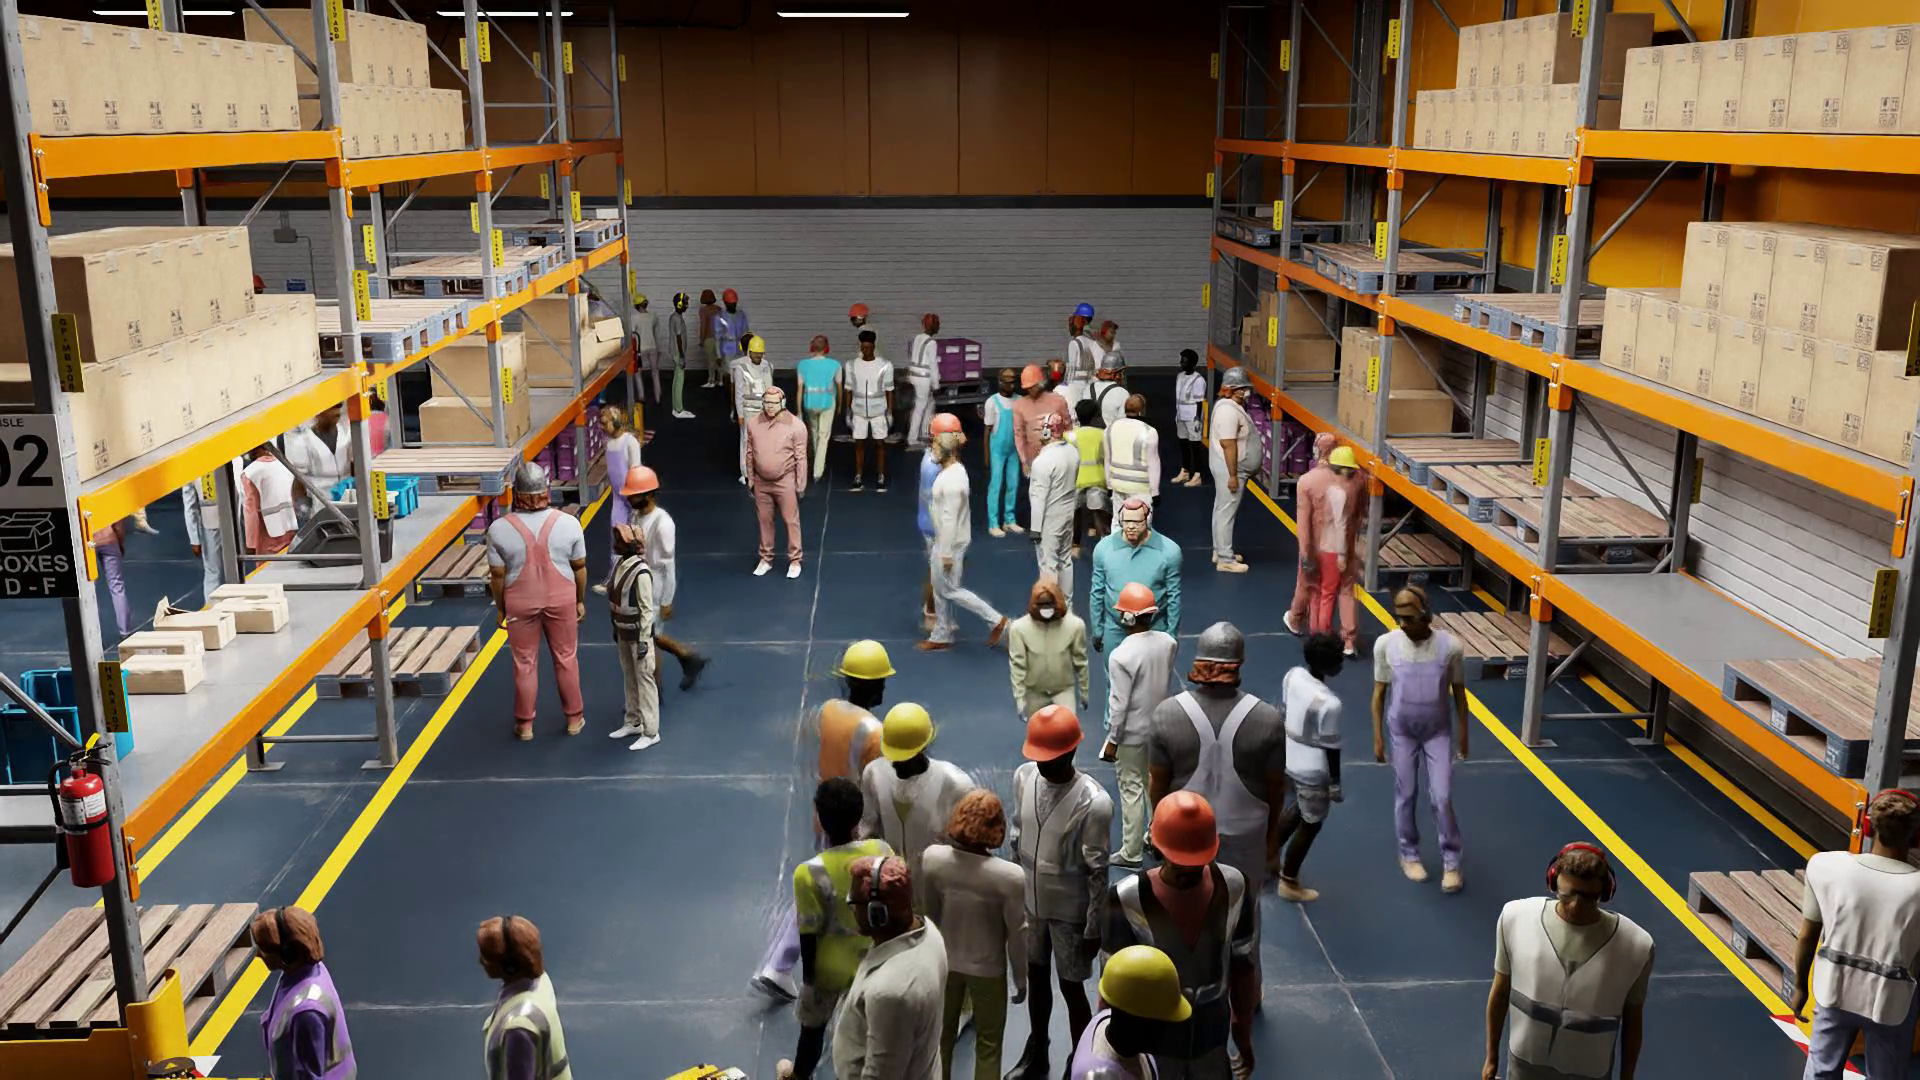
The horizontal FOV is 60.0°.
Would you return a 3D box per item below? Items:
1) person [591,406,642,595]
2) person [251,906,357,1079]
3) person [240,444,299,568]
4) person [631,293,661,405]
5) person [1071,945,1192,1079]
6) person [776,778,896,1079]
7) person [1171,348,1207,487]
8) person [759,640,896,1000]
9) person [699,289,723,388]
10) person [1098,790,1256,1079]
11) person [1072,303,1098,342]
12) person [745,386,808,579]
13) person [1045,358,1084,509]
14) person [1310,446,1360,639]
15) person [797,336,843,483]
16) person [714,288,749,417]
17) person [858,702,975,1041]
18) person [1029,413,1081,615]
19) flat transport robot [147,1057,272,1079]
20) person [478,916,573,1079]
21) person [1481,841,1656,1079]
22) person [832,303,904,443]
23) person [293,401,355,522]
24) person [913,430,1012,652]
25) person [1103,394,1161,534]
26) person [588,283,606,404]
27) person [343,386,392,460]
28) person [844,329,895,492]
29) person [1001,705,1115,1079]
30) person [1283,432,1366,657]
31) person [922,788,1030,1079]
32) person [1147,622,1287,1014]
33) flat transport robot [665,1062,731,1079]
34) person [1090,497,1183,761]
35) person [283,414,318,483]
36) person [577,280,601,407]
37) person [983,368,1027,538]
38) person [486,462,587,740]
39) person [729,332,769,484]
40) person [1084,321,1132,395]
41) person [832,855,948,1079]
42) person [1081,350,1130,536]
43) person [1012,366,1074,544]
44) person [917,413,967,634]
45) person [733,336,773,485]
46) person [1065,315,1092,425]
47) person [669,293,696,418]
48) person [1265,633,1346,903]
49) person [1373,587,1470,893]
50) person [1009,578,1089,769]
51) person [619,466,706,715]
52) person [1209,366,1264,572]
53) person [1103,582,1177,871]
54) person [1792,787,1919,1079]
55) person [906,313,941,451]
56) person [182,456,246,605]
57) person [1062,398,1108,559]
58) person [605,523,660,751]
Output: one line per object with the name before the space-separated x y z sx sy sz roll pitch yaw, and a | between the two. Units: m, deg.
person | -3.153 -0.400 15.823 0.604 1.783 0.946 10 17 34
person | -2.412 2.120 6.218 0.313 1.631 0.523 -7 16 -25
person | -5.859 -0.048 14.180 0.405 1.909 0.597 3 15 13
person | -4.920 -2.965 25.957 0.547 1.739 0.465 -14 20 -43
person | 0.527 2.185 5.402 0.399 1.912 0.591 2 14 8
person | -0.501 1.832 7.302 0.546 1.640 0.900 -10 17 -35
person | 2.794 -1.491 20.275 0.320 1.690 0.537 -7 16 -26
person | -0.590 1.428 8.434 0.968 1.881 0.591 -11 18 -36
person | -4.154 -3.352 27.686 0.285 1.634 0.499 10 17 33
person | 0.832 1.893 6.318 0.612 2.030 0.403 -3 15 -12
person | 1.717 -2.285 22.871 0.387 1.950 0.607 3 15 12
person | -1.796 -0.559 16.210 0.643 1.901 0.397 5 15 18
person | 1.133 -1.104 18.467 0.428 1.829 0.574 5 15 19
person | 3.140 0.083 13.947 0.329 1.765 0.526 -1 14 -4
person | -1.730 -1.627 20.618 0.552 1.790 0.958 3 15 12
person | -3.399 -2.824 25.043 0.600 1.927 0.422 -10 17 -34
person | -0.196 1.610 7.760 0.593 1.859 0.989 10 17 34
person | 0.801 -0.184 14.729 0.399 1.900 0.645 9 17 31
flat transport robot | -3.349 2.628 6.933 0.652 0.197 1.431 0 14 1
person | -1.580 2.140 6.141 0.317 1.630 0.513 -3 15 -11
person | 2.278 1.989 6.307 0.566 1.842 0.389 6 16 23
person | -1.246 -2.287 22.894 0.974 1.954 0.608 -2 14 -6
person | -5.934 -0.437 15.617 0.548 1.943 0.678 13 19 41
person | 0.014 0.034 13.865 0.738 1.915 0.632 0 14 -2
person | 1.677 -0.506 16.131 0.637 1.834 0.429 14 20 43
person | -5.763 -3.097 26.150 0.390 1.911 0.585 -6 15 -22
person | -5.897 -0.672 16.855 0.621 1.792 0.963 -1 14 -6
person | -1.093 -1.547 19.943 0.611 1.962 0.363 1 14 6
person | 0.422 1.645 7.502 0.549 1.926 0.388 13 19 42
person | 3.103 0.013 14.061 0.645 1.850 1.026 -2 14 -9
person | 0.061 1.864 7.247 0.514 1.621 0.315 7 16 24
person | 1.277 1.377 8.312 0.674 2.000 0.535 3 15 10
flat transport robot | -0.976 2.607 7.012 0.652 0.197 1.431 -12 18 -39
person | 1.209 0.627 11.549 0.644 1.900 0.399 4 15 14
person | -8.098 -1.599 20.426 0.618 1.836 0.432 2 14 6
person | -5.745 -2.969 25.373 0.544 2.000 0.689 -12 18 -38
person | 0.473 -0.939 17.821 0.521 1.837 0.357 -11 18 -37
person | -3.045 0.430 12.030 0.682 2.000 0.537 -4 15 -16
person | -2.565 -1.613 20.394 0.510 1.872 0.329 -2 14 -7
person | 1.971 -1.987 22.000 0.565 1.797 0.907 -13 19 -41
person | -0.257 2.034 6.028 0.403 1.897 0.654 2 14 8
person | 1.627 -1.010 17.684 0.537 2.000 0.683 -12 18 -39
person | 0.875 -0.884 17.433 0.649 1.920 0.868 3 15 10
person | -0.150 -0.130 14.314 0.438 1.996 0.688 2 14 6
person | -2.479 -1.583 20.355 0.404 1.827 0.602 13 19 42
person | 1.566 -2.056 22.121 0.361 1.877 0.585 8 16 28
person | -4.191 -2.767 24.935 0.335 1.865 0.519 -4 15 -16
person | 1.973 1.288 9.436 0.345 1.664 0.610 -3 15 -13
person | 2.667 1.157 9.639 0.589 1.810 0.526 4 15 16
person | 0.565 1.027 10.548 0.510 1.601 0.742 1 14 3
person | -2.276 0.354 12.614 0.681 1.912 0.551 -11 18 -37
person | 2.741 -0.717 16.535 0.535 2.000 0.673 1 14 4
person | 1.045 1.106 9.950 0.341 1.750 0.567 13 20 42
person | 3.654 1.888 6.715 0.562 1.837 0.388 12 18 38
person | -0.443 -2.128 22.440 0.686 1.851 0.584 -6 15 -22
person | -6.390 -0.089 14.343 0.411 1.906 0.602 8 17 30
person | 1.287 -0.581 16.736 0.531 1.673 0.665 -4 15 -15
person | -2.330 0.675 11.863 0.309 1.645 0.514 -10 18 -35
